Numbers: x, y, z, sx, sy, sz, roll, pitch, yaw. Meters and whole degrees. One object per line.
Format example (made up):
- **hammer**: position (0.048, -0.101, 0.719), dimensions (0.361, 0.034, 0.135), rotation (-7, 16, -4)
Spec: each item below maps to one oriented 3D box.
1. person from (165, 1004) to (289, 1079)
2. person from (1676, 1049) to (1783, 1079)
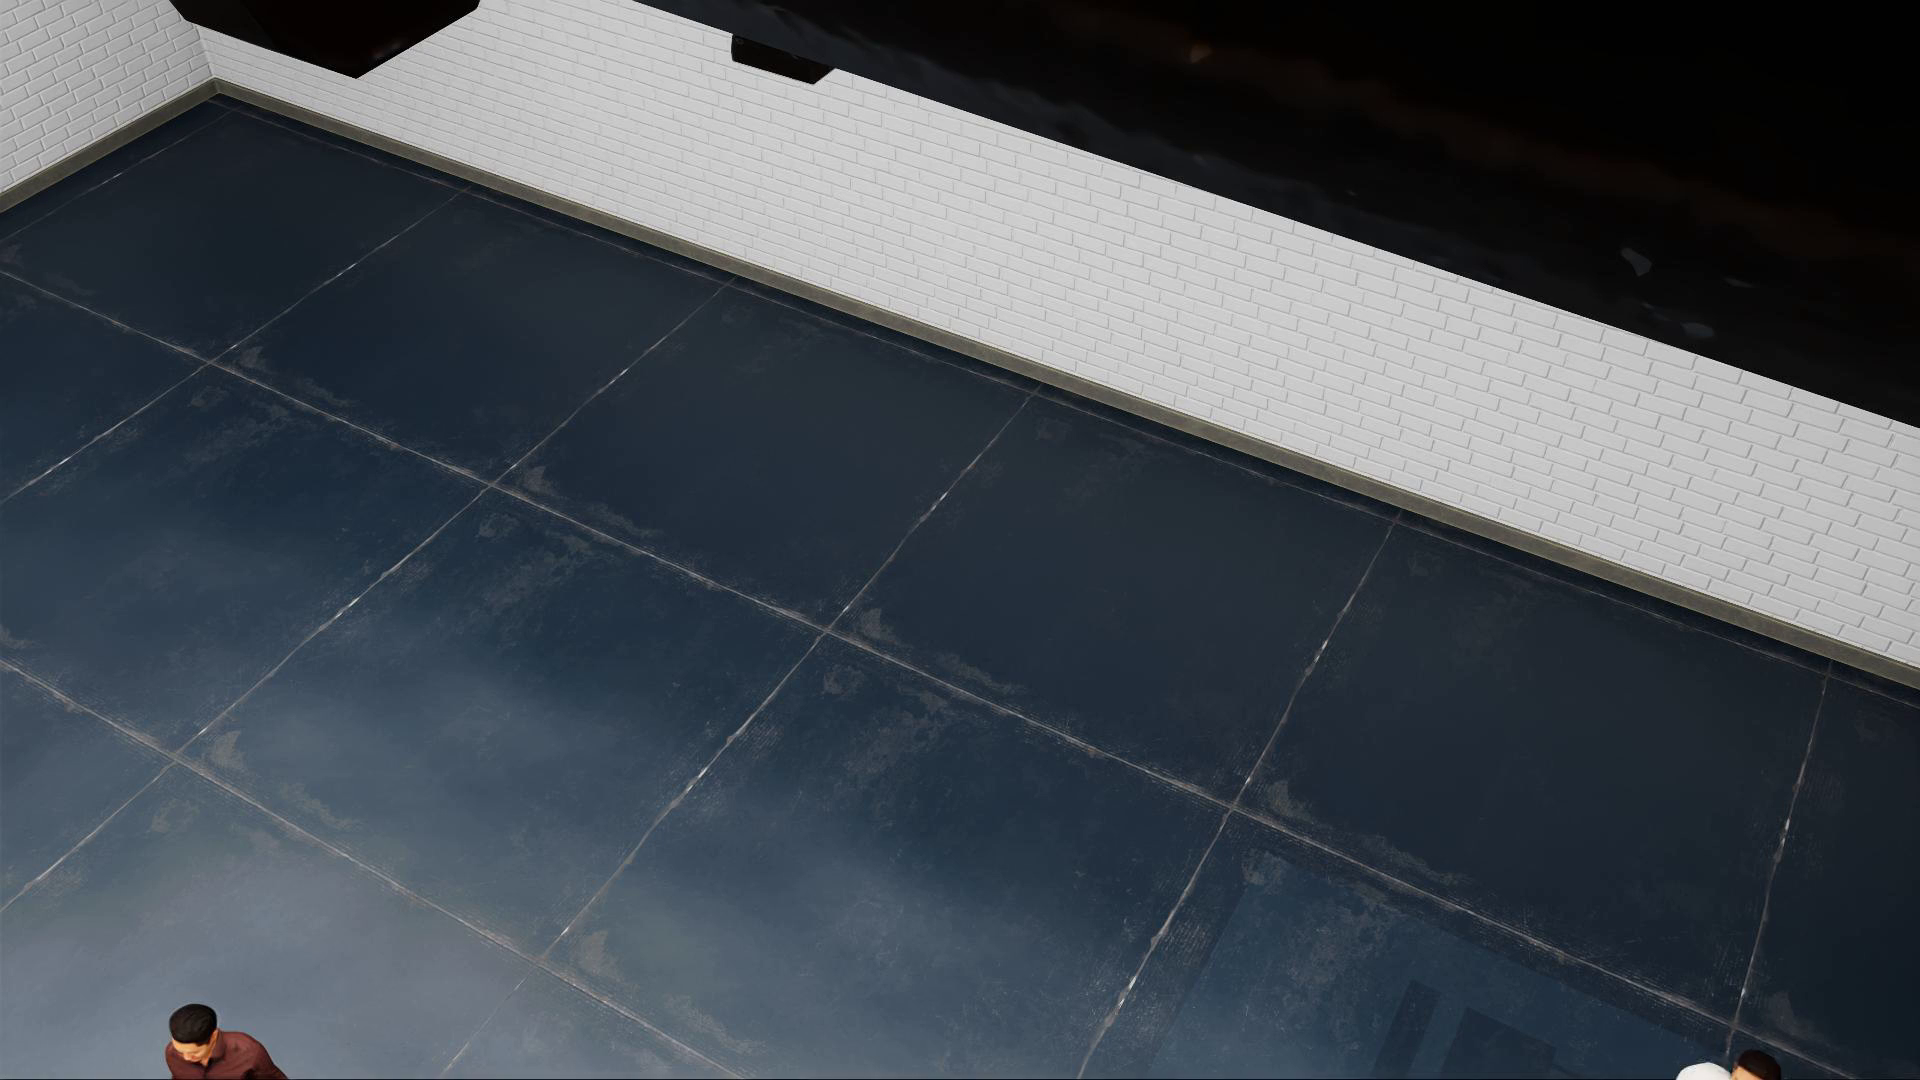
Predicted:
- **person**: position (-3.402, 2.695, 7.904), dimensions (0.718, 1.777, 0.717), rotation (-2, 44, -2)
- **person**: position (3.486, 2.826, 7.777), dimensions (1.078, 1.775, 0.870), rotation (-28, 50, -26)
